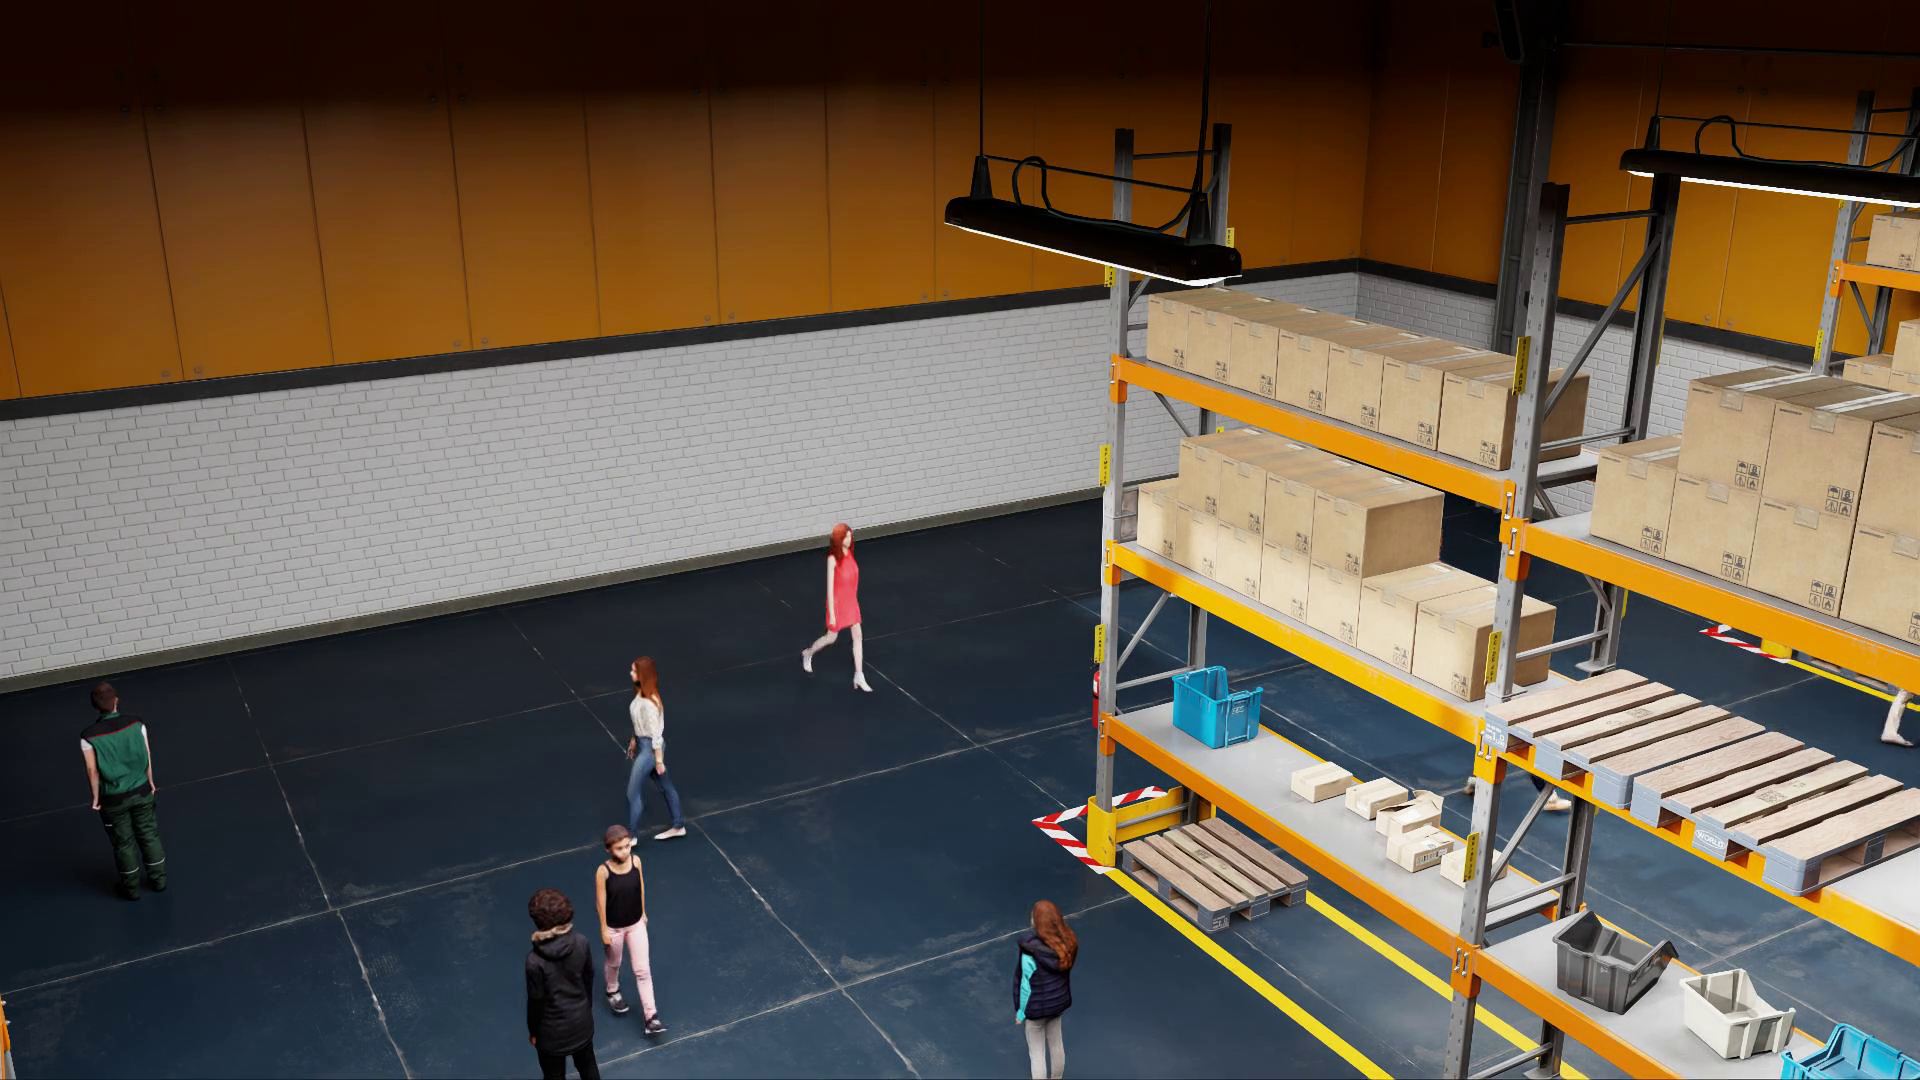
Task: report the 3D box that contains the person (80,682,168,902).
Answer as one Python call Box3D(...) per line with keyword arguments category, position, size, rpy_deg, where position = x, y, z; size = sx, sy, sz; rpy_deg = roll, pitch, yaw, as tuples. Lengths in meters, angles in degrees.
Box3D(category="person", position=(-6.655, 1.994, 13.238), size=(0.683, 1.838, 0.647), rpy_deg=(-16, 24, -39))

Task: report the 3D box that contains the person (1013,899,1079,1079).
Box3D(category="person", position=(0.549, 3.000, 10.777), size=(0.625, 1.501, 0.646), rpy_deg=(-17, 25, -40))

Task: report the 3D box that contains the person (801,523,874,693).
Box3D(category="person", position=(-1.296, 0.690, 17.169), size=(1.202, 1.799, 0.946), rpy_deg=(12, 22, 32))

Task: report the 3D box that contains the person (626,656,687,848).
Box3D(category="person", position=(-2.530, 1.780, 14.082), size=(0.824, 1.705, 0.923), rpy_deg=(-3, 19, -10))

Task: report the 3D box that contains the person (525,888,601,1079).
Box3D(category="person", position=(-2.478, 2.986, 10.387), size=(0.684, 1.777, 0.661), rpy_deg=(-18, 25, -42))

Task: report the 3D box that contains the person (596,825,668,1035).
Box3D(category="person", position=(-2.396, 2.690, 11.668), size=(0.576, 1.521, 1.020), rpy_deg=(-12, 22, -31))
